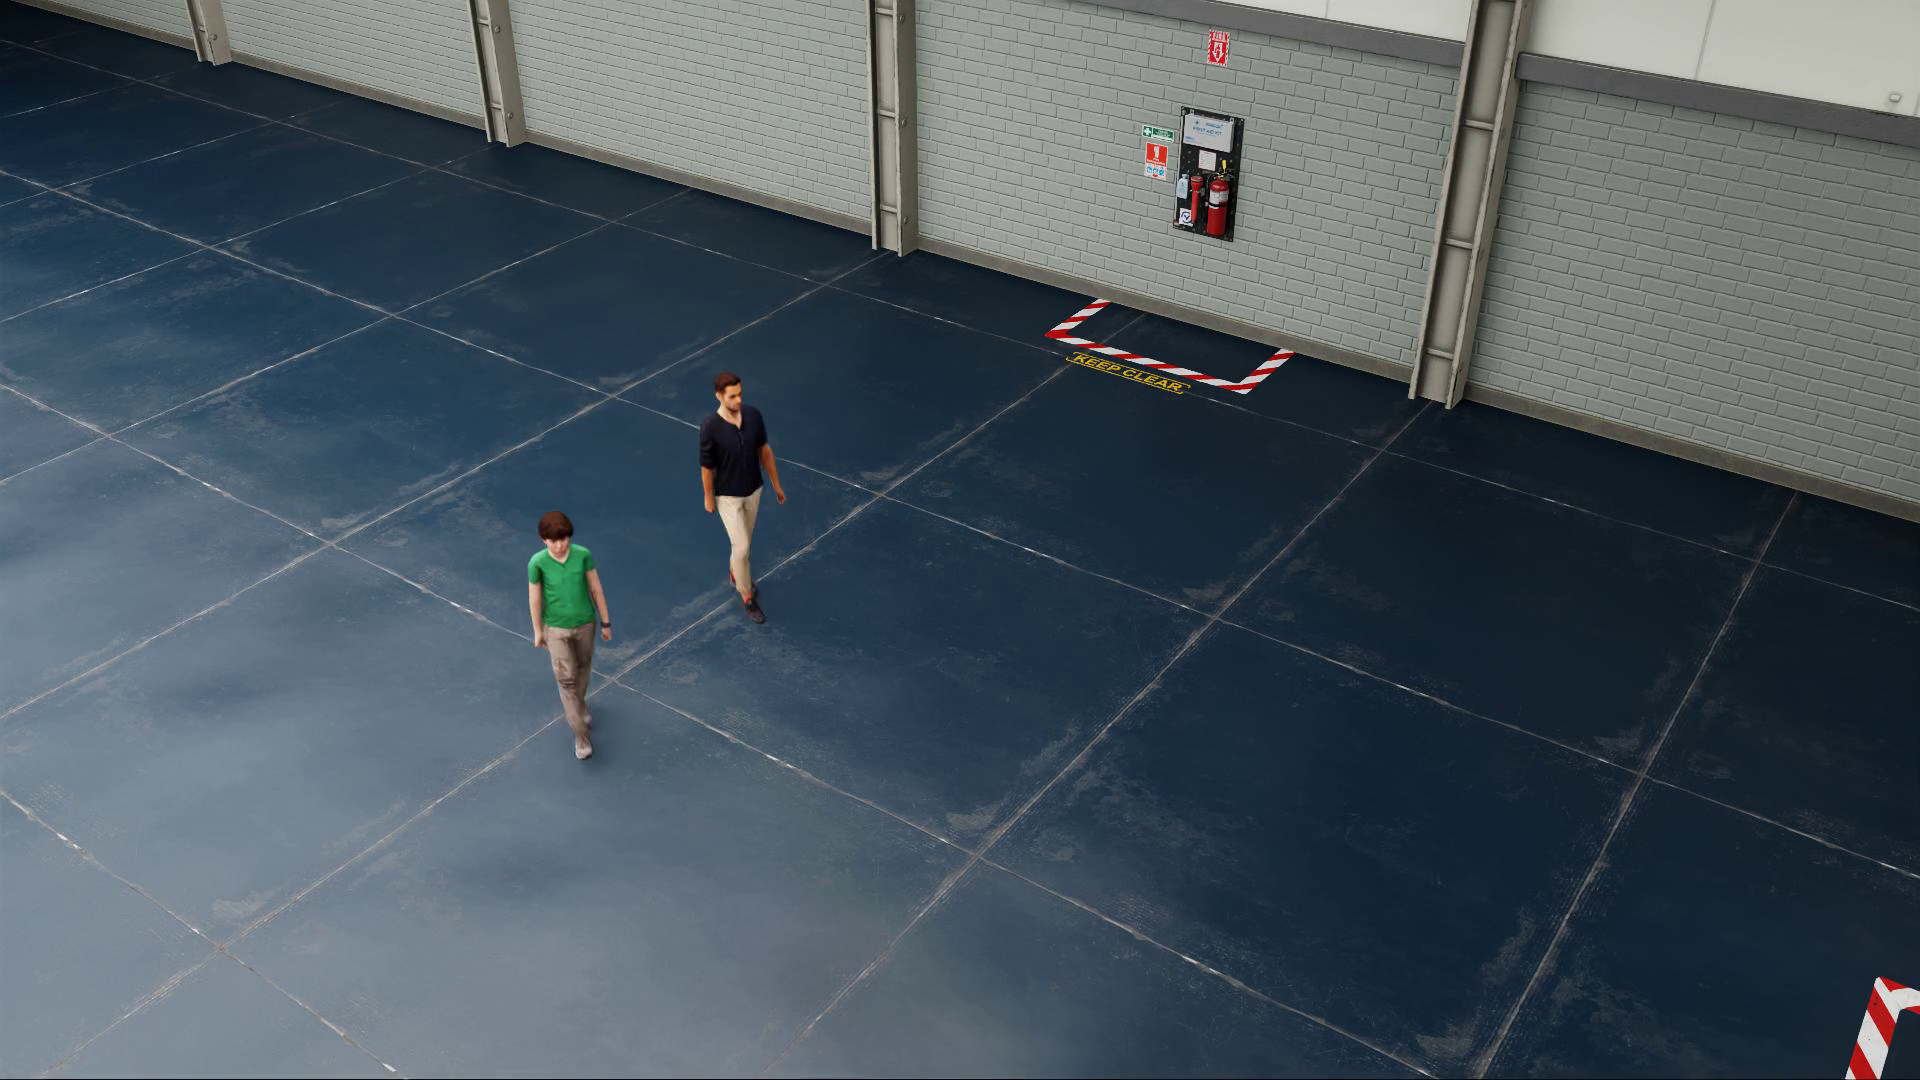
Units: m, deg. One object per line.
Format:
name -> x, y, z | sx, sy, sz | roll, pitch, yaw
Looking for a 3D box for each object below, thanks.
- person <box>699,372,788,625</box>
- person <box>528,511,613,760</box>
person -> -1.603, -0.374, 11.634 | 0.785, 1.830, 0.941 | -26, 41, -35
person -> -2.477, 0.485, 10.455 | 0.881, 1.635, 1.039 | -15, 35, -22
